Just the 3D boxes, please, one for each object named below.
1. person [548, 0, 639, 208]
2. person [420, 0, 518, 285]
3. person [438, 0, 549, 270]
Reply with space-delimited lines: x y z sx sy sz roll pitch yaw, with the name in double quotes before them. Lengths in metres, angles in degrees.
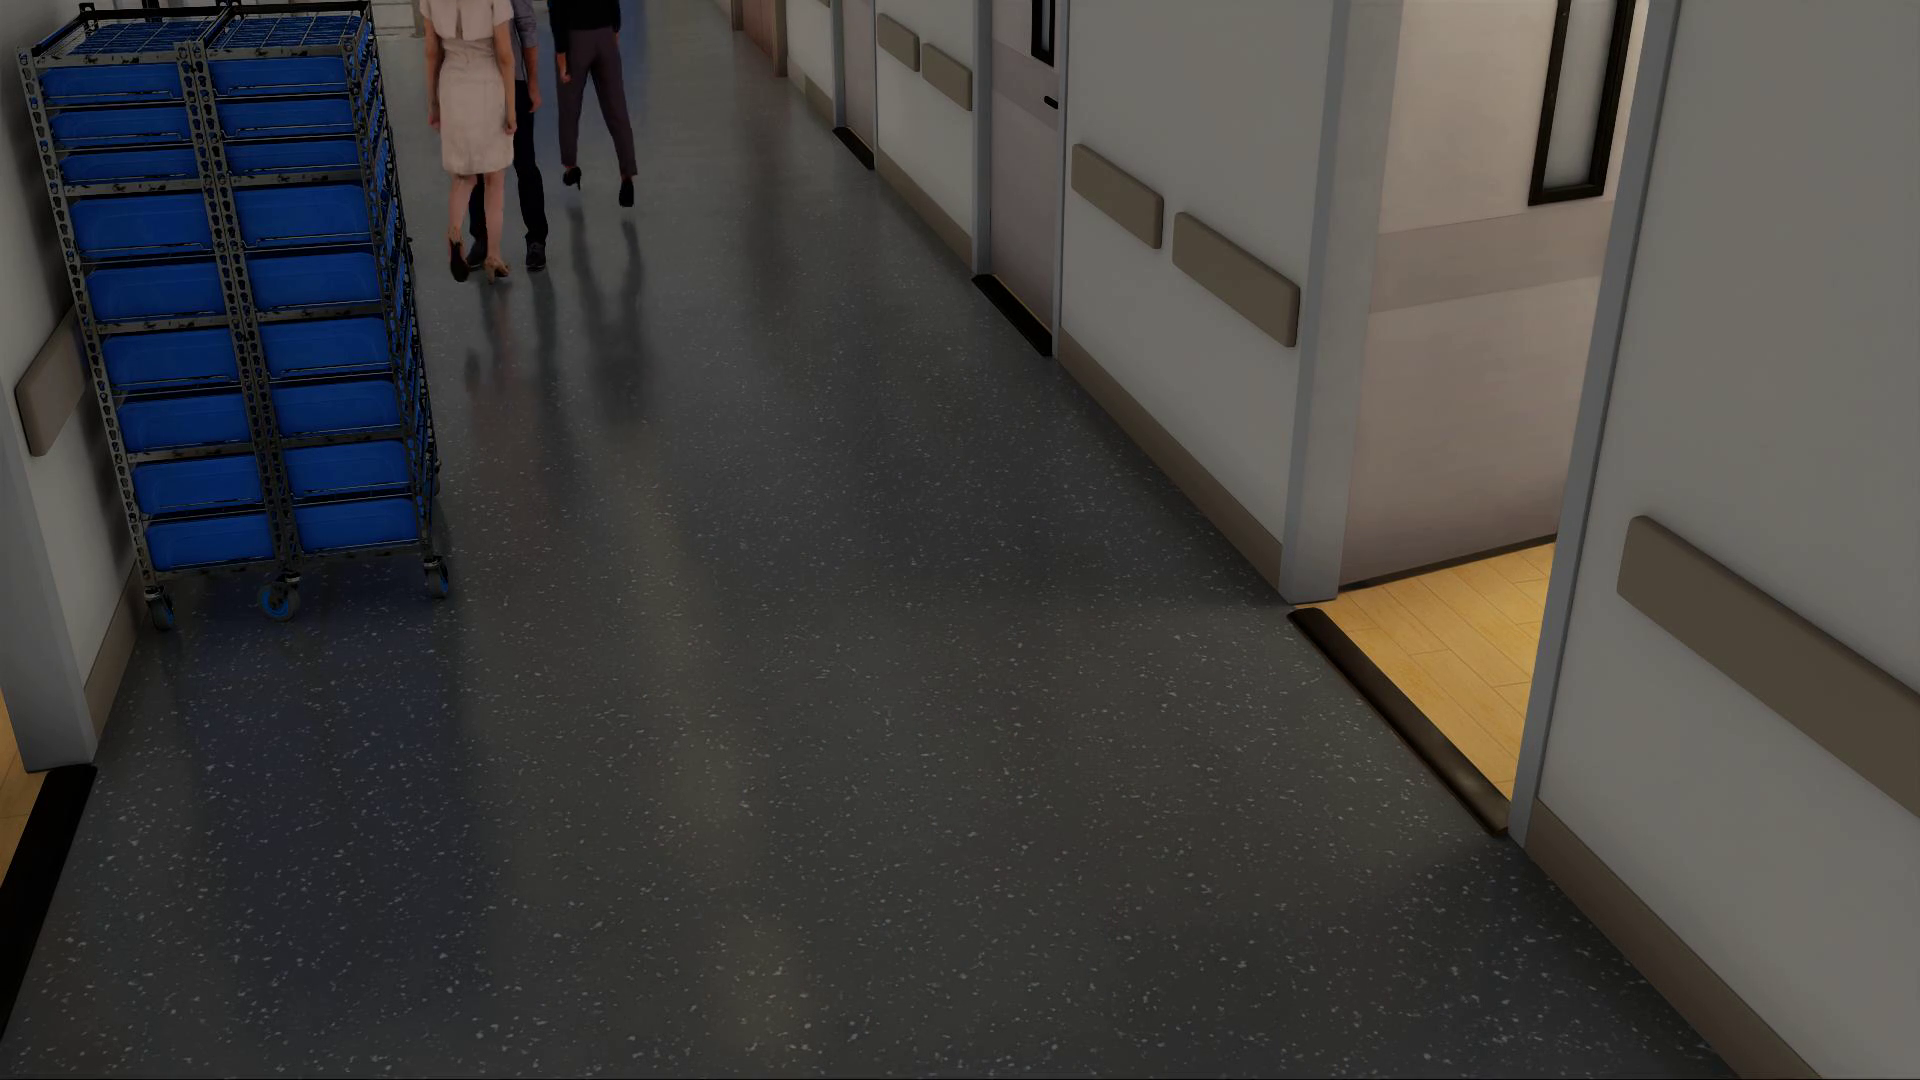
"person" -2.030 -2.646 9.291 0.824 1.621 1.113 -16 30 -29
"person" -2.276 -1.978 7.800 0.828 1.714 1.082 1 26 2
"person" -2.329 -2.274 8.264 0.716 1.843 0.626 0 26 0
